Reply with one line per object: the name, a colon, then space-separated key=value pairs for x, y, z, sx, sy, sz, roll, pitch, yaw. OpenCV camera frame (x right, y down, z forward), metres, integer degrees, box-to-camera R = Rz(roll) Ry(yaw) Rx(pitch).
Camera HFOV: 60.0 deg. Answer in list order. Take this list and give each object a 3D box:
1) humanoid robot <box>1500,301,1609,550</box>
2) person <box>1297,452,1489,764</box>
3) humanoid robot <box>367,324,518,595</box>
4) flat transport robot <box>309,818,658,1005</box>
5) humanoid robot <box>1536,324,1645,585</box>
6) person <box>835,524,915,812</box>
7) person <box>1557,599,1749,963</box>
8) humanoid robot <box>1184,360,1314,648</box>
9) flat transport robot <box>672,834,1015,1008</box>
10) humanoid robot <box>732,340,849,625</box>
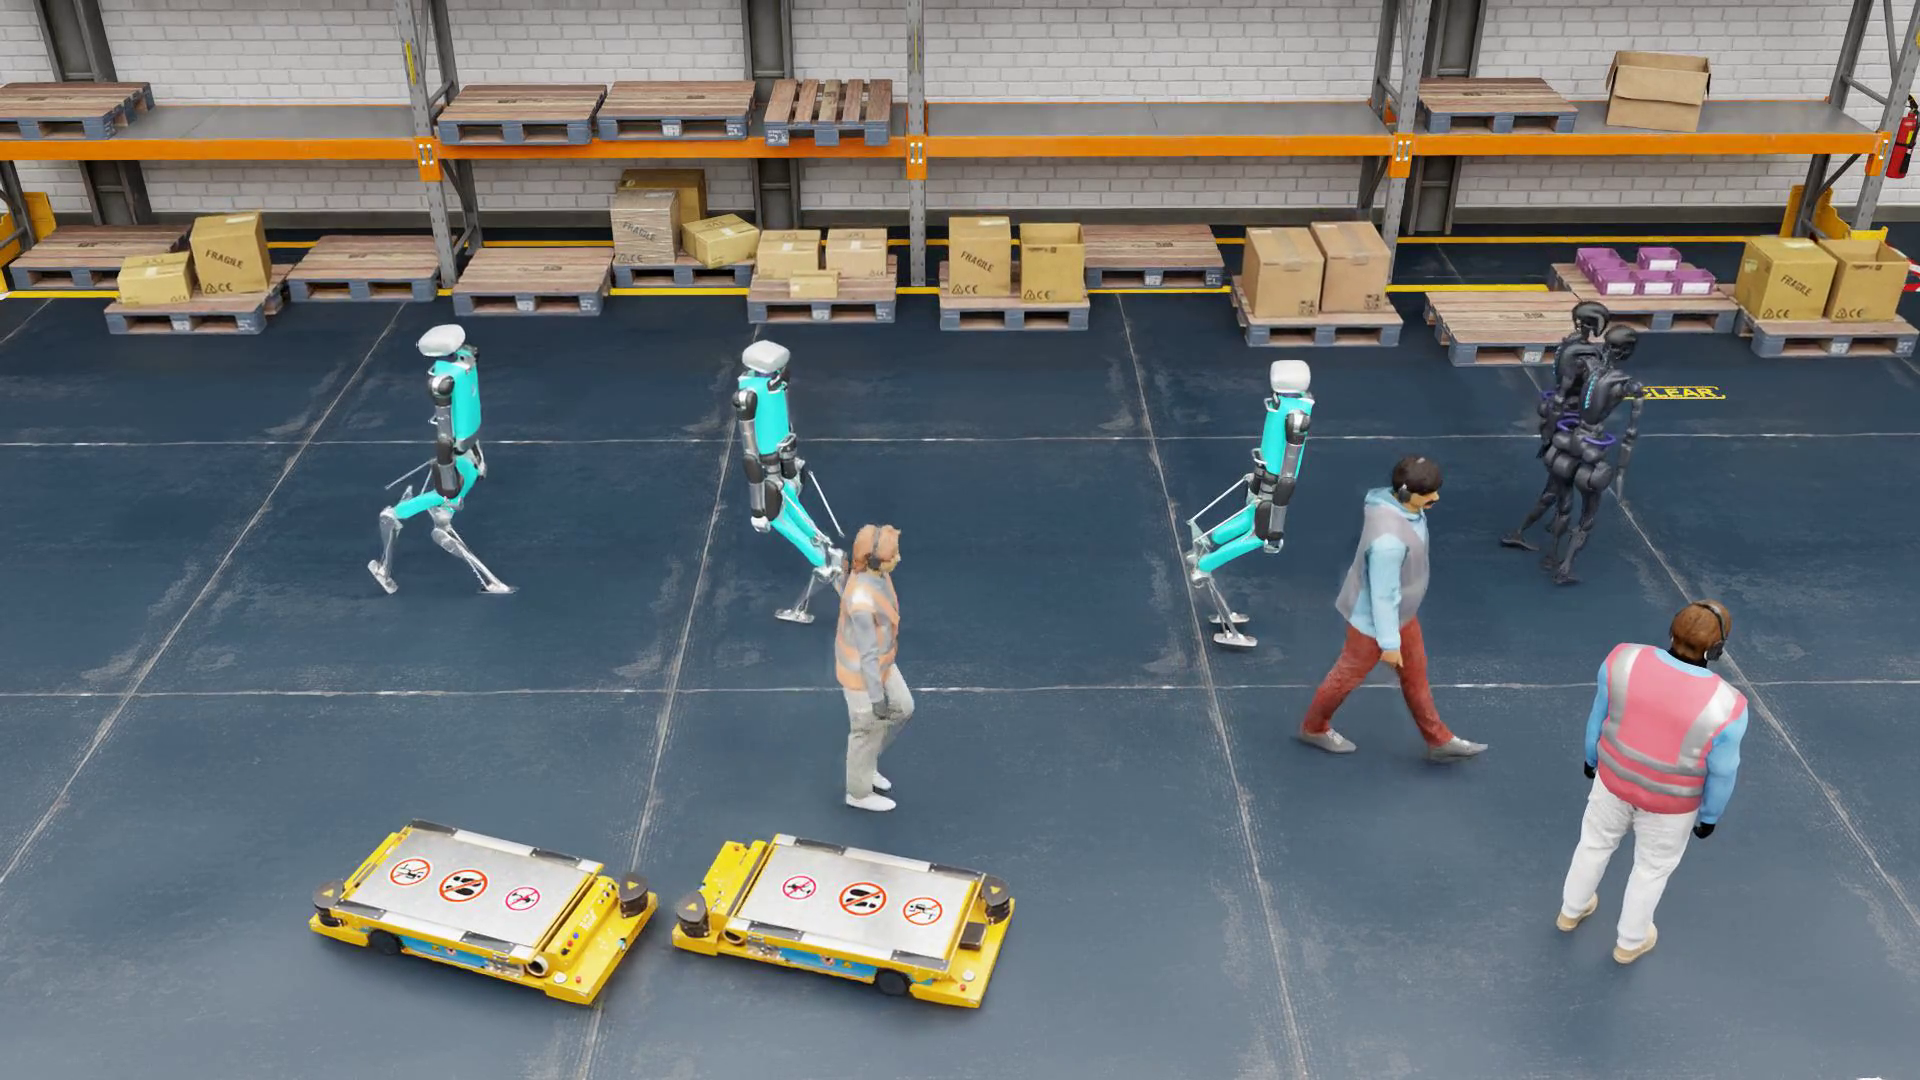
humanoid robot: x=3.734 y=-0.694 z=10.217 sx=0.603 sy=1.638 sz=0.608 roll=1 pitch=31 yaw=2
person: x=2.212 y=0.387 z=8.252 sx=0.976 sy=1.823 sz=0.555 roll=14 pitch=34 yaw=22
humanoid robot: x=-3.193 y=-0.428 z=9.718 sx=0.987 sy=1.770 sz=0.532 roll=3 pitch=31 yaw=5
flat transport robot: x=-2.182 y=1.678 z=7.618 sx=1.431 sy=0.231 sz=0.659 roll=10 pitch=32 yaw=16
humanoid robot: x=3.704 y=-0.509 z=9.898 sx=0.368 sy=1.646 sz=0.615 roll=-19 pitch=36 yaw=-29
person: x=-0.413 y=0.634 z=8.033 sx=0.378 sy=1.620 sz=0.549 roll=2 pitch=31 yaw=3
person: x=2.980 y=1.047 z=7.156 sx=0.633 sy=1.830 sz=0.430 roll=25 pitch=39 yaw=35
humanoid robot: x=1.526 y=-0.197 z=9.216 sx=0.720 sy=1.691 sz=0.532 roll=0 pitch=31 yaw=-1
flat transport robot: x=-0.521 y=1.705 z=7.573 sx=1.431 sy=0.231 sz=0.659 roll=8 pitch=32 yaw=13
humanoid robot: x=-0.838 y=-0.193 z=9.410 sx=0.787 sy=1.893 sz=0.552 roll=10 pitch=32 yaw=17
